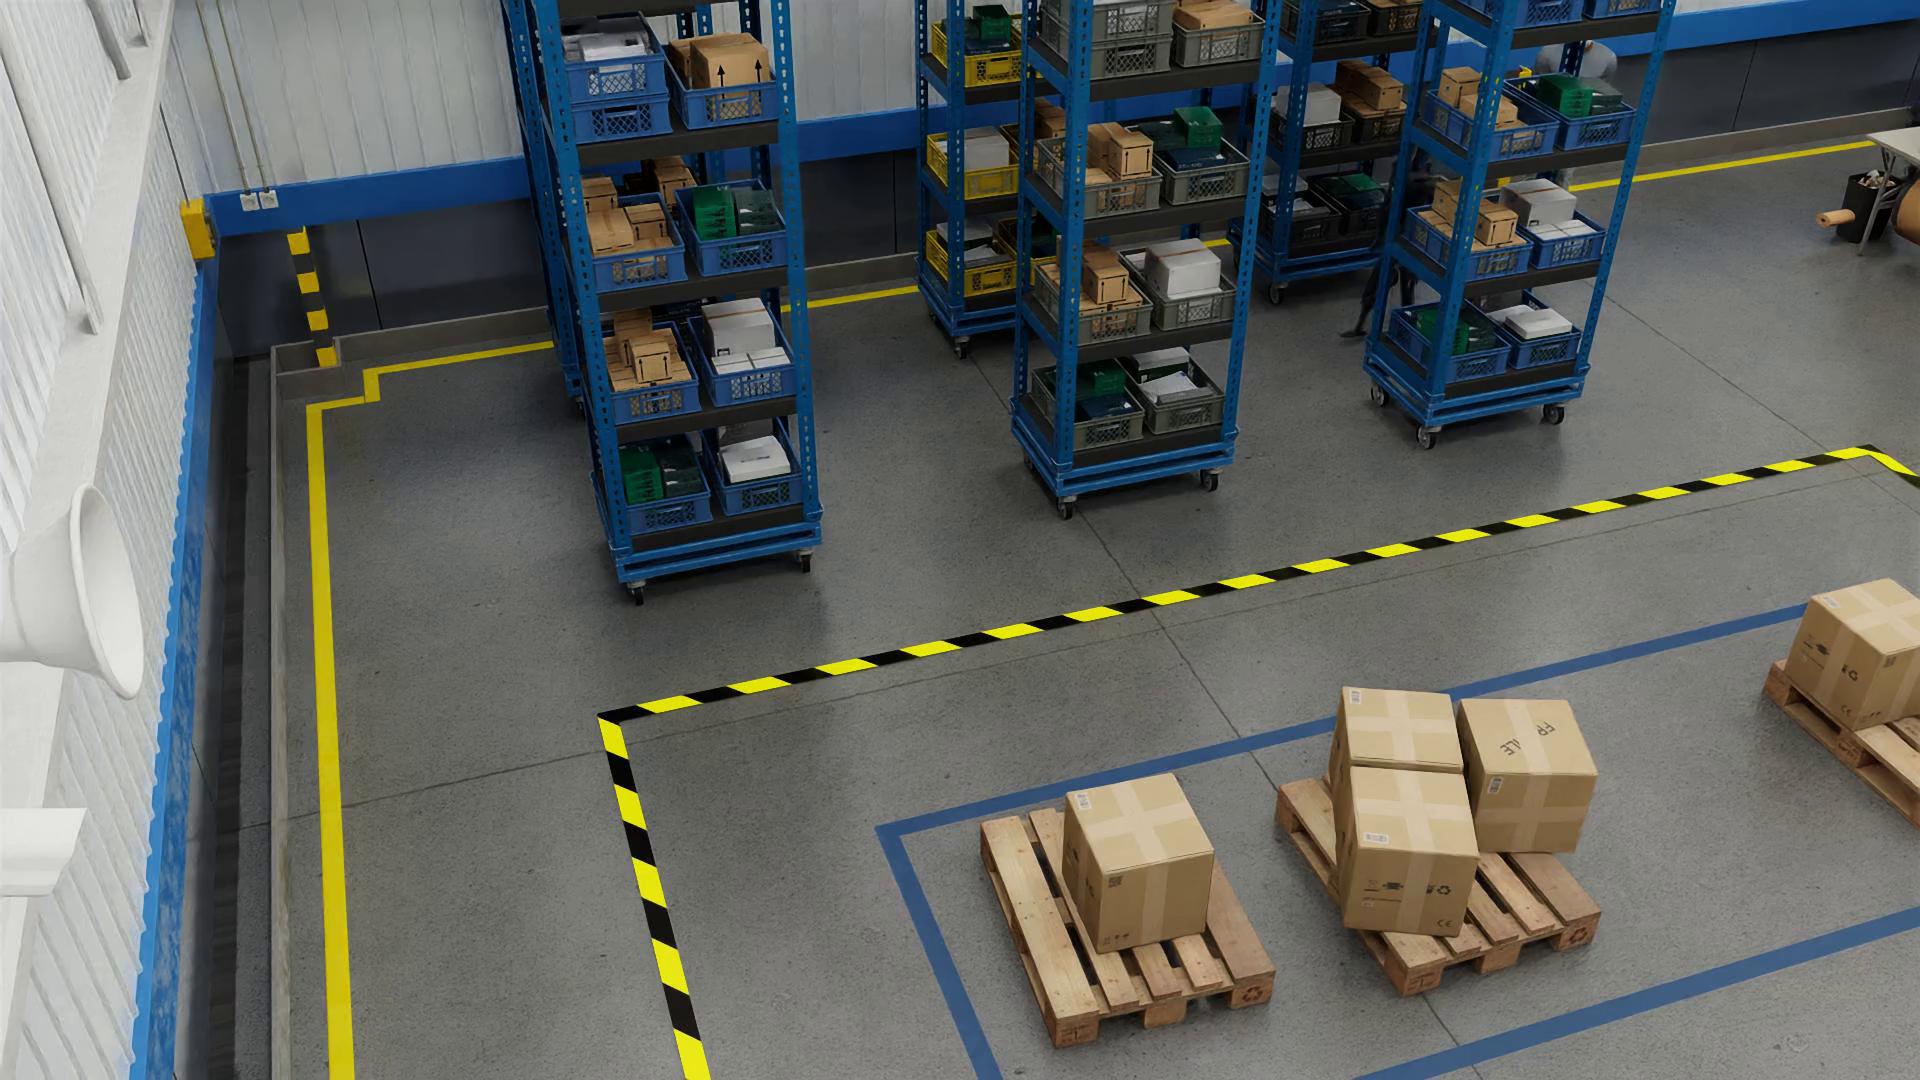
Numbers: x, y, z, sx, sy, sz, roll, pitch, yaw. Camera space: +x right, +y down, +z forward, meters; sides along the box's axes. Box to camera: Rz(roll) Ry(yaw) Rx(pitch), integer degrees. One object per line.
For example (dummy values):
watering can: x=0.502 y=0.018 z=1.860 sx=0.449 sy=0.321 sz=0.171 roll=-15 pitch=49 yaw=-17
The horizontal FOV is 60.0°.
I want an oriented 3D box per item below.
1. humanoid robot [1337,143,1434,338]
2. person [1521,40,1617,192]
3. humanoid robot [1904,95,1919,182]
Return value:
humanoid robot: x=3.122 y=-2.112 z=11.841 sx=0.629 sy=1.643 sz=0.600 roll=-12 pitch=37 yaw=-16
person: x=4.795 y=-3.277 z=13.253 sx=0.627 sy=1.940 sz=0.371 roll=4 pitch=35 yaw=6
humanoid robot: x=8.022 y=-3.438 z=13.709 sx=0.340 sy=1.653 sz=0.609 roll=8 pitch=36 yaw=11
